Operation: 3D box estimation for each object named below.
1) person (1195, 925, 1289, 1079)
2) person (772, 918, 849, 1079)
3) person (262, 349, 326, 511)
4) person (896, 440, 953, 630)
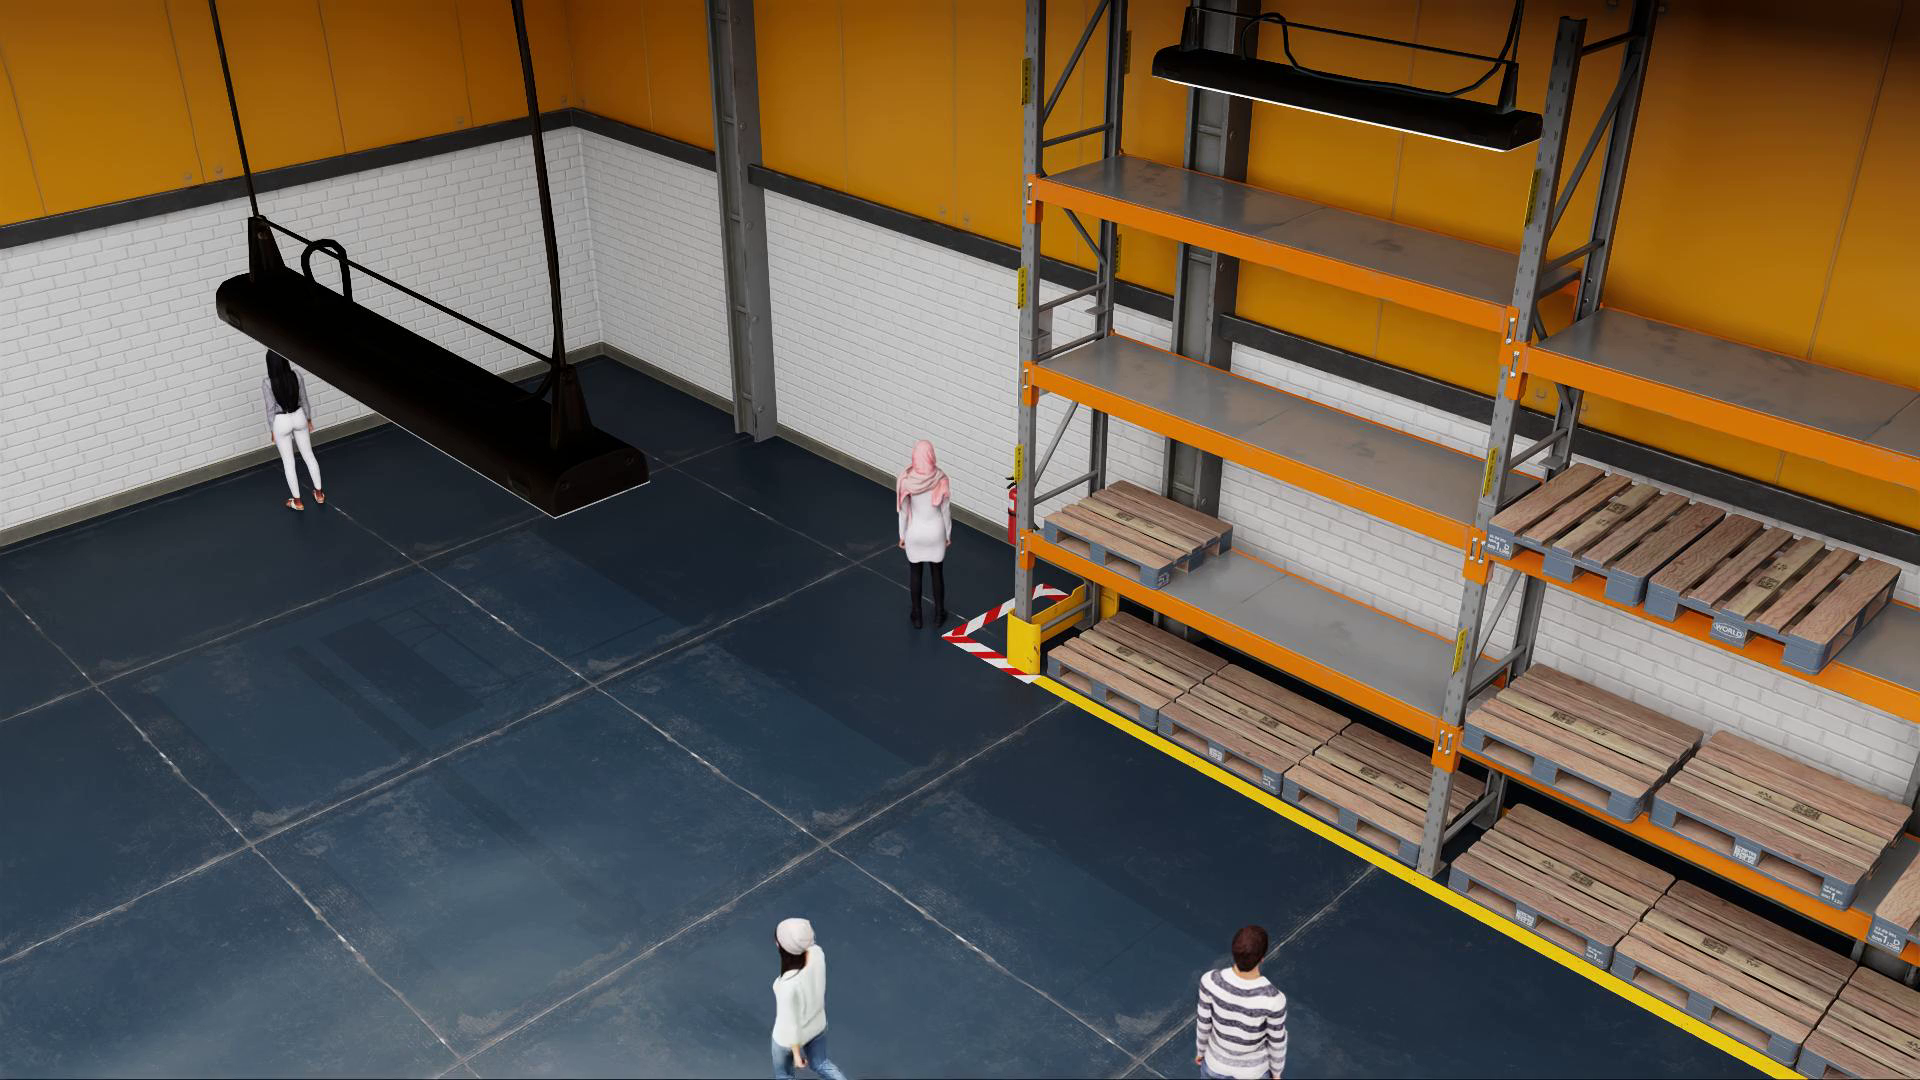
[{"bbox_3d":[1.528,2.877,9.184,0.608,1.854,0.777,12,31,20],"label":"person"},{"bbox_3d":[-0.835,2.815,9.538,1.048,1.625,0.726,15,32,25],"label":"person"},{"bbox_3d":[-6.714,-1.138,16.681,0.592,1.725,0.503,-25,37,-38],"label":"person"},{"bbox_3d":[-0.305,-0.049,14.602,0.735,1.803,0.789,-1,29,-2],"label":"person"}]
